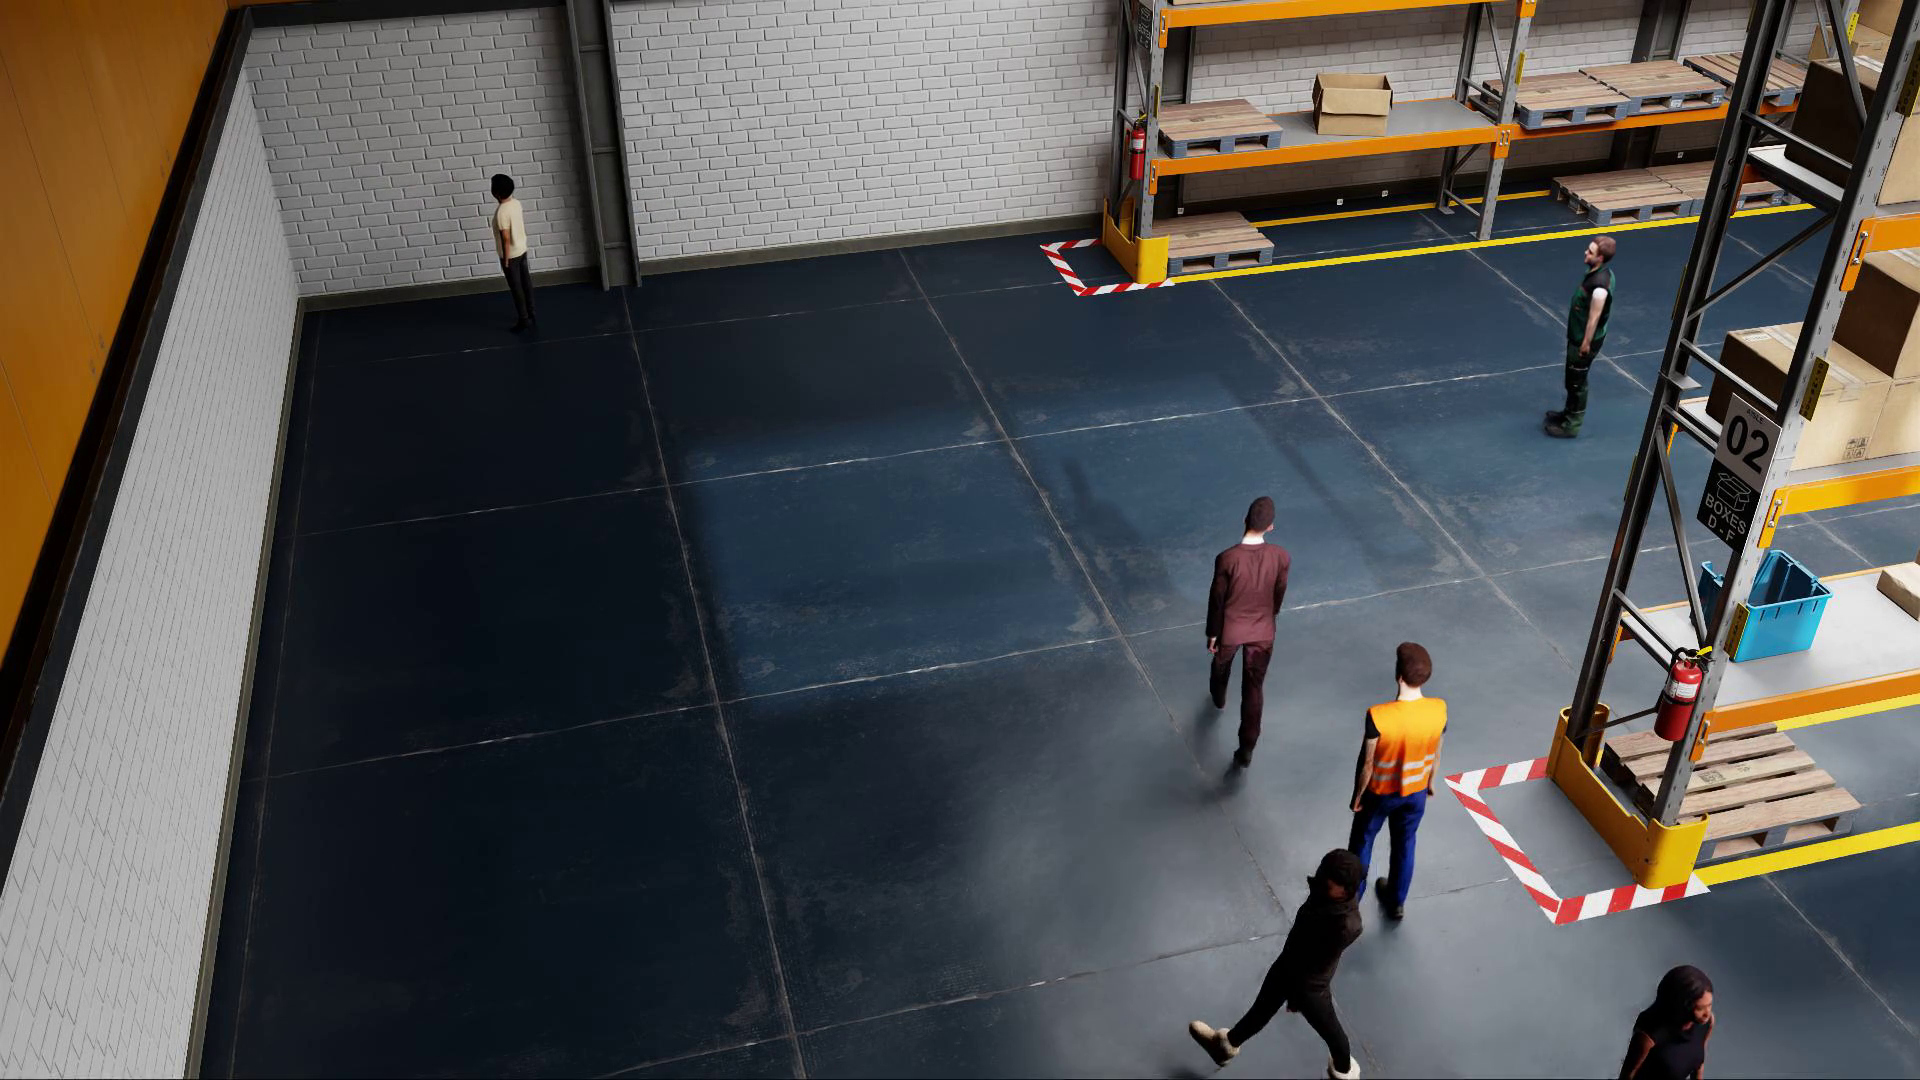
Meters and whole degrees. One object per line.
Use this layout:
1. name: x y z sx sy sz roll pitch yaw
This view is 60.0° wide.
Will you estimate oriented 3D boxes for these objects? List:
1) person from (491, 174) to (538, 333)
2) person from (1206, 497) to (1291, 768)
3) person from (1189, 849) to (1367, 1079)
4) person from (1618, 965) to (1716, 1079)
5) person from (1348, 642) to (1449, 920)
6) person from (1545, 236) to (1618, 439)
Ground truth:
1. person: -4.328 -2.785 16.120 0.635 1.587 0.655 7 34 10
2. person: 1.876 0.628 10.775 1.292 1.820 1.002 0 34 0
3. person: 1.652 2.252 8.490 0.781 1.645 1.151 -8 34 -12
4. person: 3.203 2.598 7.925 1.189 1.694 0.838 -16 37 -23
5. person: 2.510 1.421 9.534 0.624 1.874 0.775 -5 34 -7
6. person: 5.399 -1.764 14.355 0.737 1.840 0.720 10 35 15
